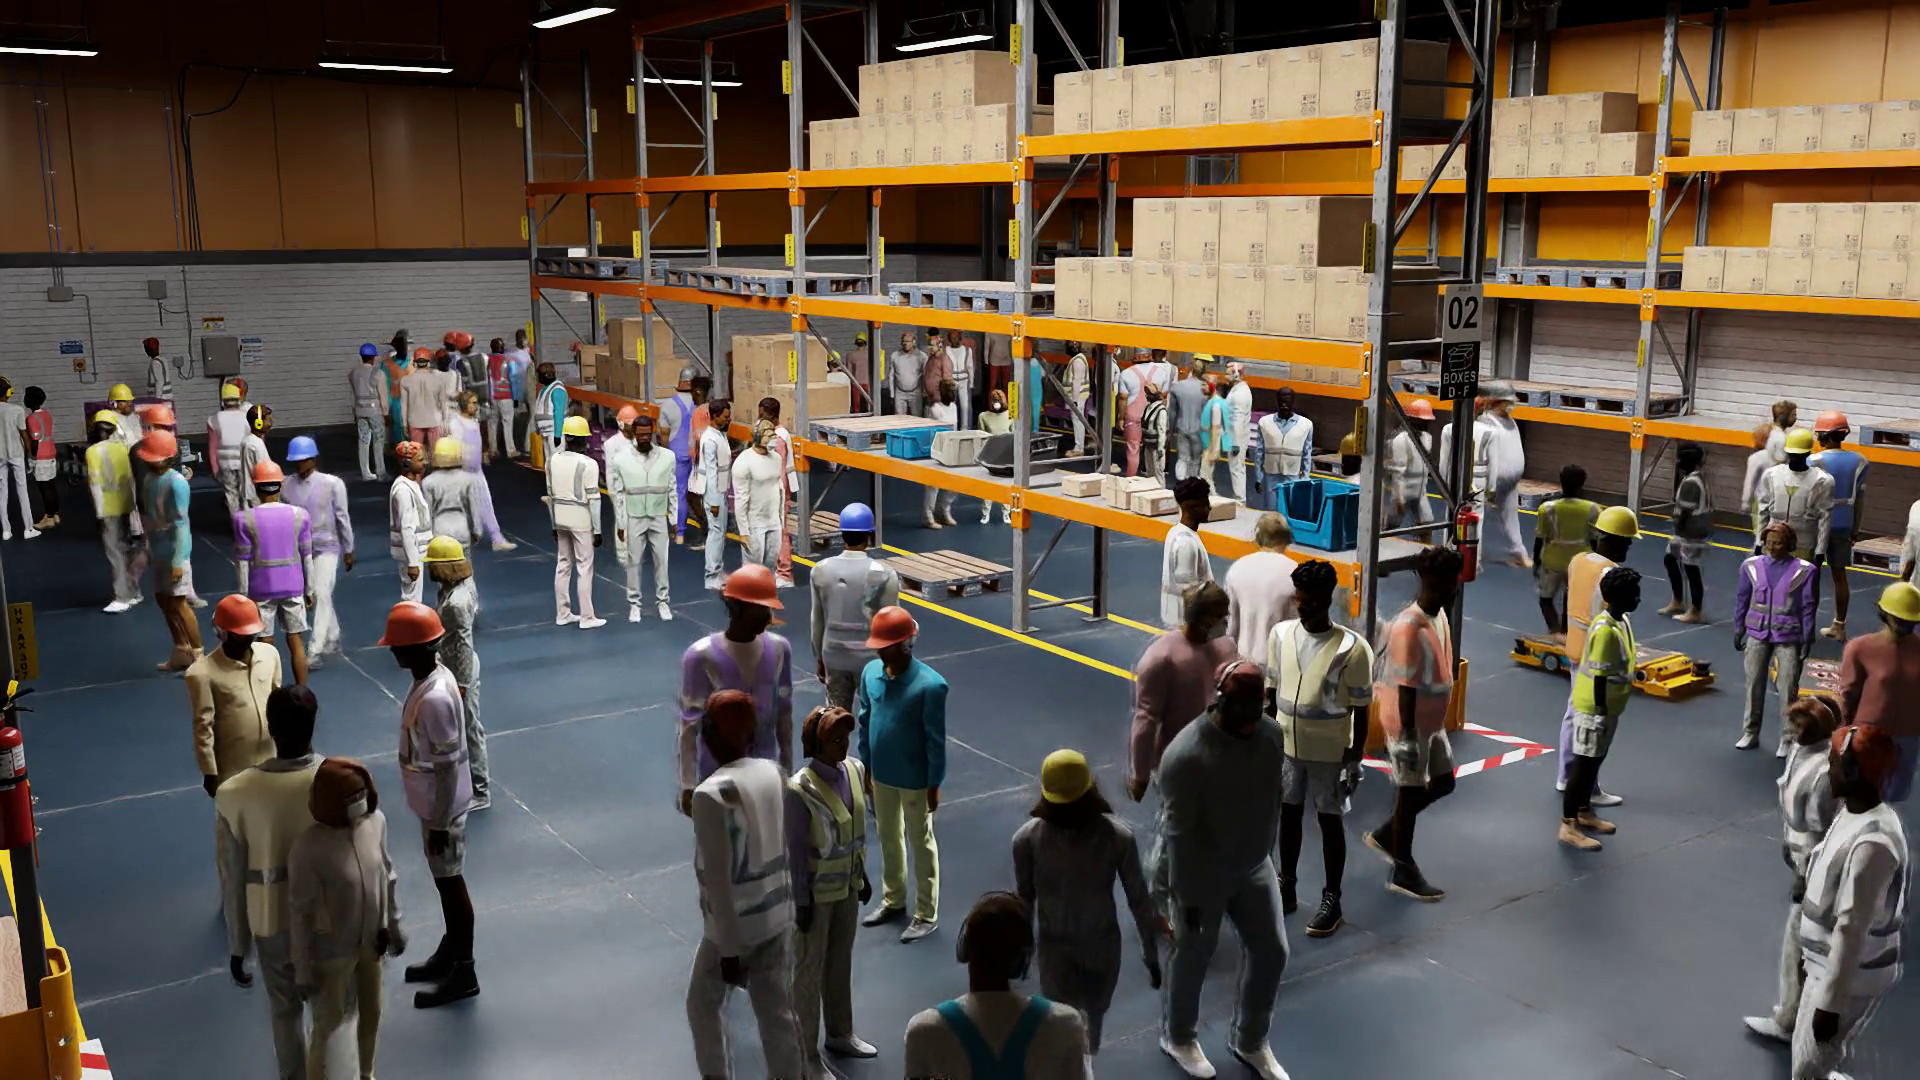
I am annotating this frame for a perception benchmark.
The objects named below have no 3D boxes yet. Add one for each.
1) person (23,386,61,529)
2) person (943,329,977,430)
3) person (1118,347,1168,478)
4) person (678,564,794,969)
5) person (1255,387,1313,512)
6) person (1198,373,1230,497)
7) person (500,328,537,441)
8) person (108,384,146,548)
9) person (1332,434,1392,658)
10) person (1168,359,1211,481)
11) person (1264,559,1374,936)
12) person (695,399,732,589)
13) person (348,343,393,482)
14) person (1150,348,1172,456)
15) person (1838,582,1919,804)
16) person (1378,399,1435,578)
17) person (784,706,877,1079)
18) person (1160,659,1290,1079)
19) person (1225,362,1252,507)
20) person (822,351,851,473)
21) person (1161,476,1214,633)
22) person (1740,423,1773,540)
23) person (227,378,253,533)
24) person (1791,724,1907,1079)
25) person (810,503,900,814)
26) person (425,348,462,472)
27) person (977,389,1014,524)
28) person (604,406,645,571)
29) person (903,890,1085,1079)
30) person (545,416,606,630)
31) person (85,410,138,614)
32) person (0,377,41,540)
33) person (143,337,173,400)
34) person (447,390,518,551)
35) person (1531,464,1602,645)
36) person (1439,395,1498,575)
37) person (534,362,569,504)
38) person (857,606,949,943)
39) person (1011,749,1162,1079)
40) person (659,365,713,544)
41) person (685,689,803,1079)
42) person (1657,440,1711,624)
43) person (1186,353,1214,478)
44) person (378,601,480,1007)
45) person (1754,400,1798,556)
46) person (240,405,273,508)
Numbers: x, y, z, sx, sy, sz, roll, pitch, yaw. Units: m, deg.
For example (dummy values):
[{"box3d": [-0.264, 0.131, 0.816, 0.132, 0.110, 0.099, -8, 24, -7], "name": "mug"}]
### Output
[{"box3d": [-10.925, -0.983, 19.759, 0.318, 1.700, 0.535, -2, 11, -13], "name": "person"}, {"box3d": [-0.034, -2.783, 28.273, 0.629, 1.981, 0.435, -2, 11, -9], "name": "person"}, {"box3d": [2.440, -1.674, 22.420, 0.674, 2.000, 0.537, -1, 11, -7], "name": "person"}, {"box3d": [-1.123, 1.114, 8.262, 0.695, 2.000, 0.714, -7, 13, -31], "name": "person"}, {"box3d": [3.412, -0.668, 17.584, 0.592, 1.919, 0.392, 3, 11, 13], "name": "person"}, {"box3d": [2.987, -1.077, 19.890, 0.471, 1.835, 0.618, 1, 11, 3], "name": "person"}, {"box3d": [-7.079, -2.450, 26.732, 0.812, 1.912, 0.632, 10, 15, 42], "name": "person"}, {"box3d": [-9.348, -0.837, 18.668, 0.404, 1.831, 0.600, 2, 11, 12], "name": "person"}, {"box3d": [3.340, 0.068, 13.850, 0.641, 1.904, 0.596, 9, 14, 38], "name": "person"}, {"box3d": [2.945, -1.357, 21.184, 0.693, 1.897, 0.679, 6, 13, 30], "name": "person"}, {"box3d": [1.819, 1.060, 8.614, 0.616, 1.964, 0.361, 10, 15, 42], "name": "person"}, {"box3d": [-2.425, -0.457, 16.540, 0.402, 1.908, 0.598, 0, 11, -1], "name": "person"}, {"box3d": [-8.210, -1.771, 23.187, 0.604, 1.939, 0.415, 4, 12, 19], "name": "person"}, {"box3d": [2.887, -1.933, 23.980, 0.406, 1.948, 0.605, 3, 11, 14], "name": "person"}, {"box3d": [5.146, 1.041, 9.302, 0.555, 1.732, 0.761, 1, 11, 4], "name": "person"}, {"box3d": [4.530, -0.493, 16.793, 0.570, 1.887, 1.010, -7, 13, -33], "name": "person"}, {"box3d": [-0.567, 1.508, 7.166, 0.307, 1.641, 0.514, 6, 13, 30], "name": "person"}, {"box3d": [1.163, 1.415, 7.022, 0.688, 1.880, 0.691, -7, 13, -31], "name": "person"}, {"box3d": [3.413, -1.260, 20.683, 0.399, 1.899, 0.648, 2, 11, 9], "name": "person"}, {"box3d": [-1.812, -1.845, 23.997, 0.526, 1.769, 0.330, -8, 14, -35], "name": "person"}, {"box3d": [1.550, 0.537, 11.294, 0.367, 1.967, 0.607, 0, 11, 0], "name": "person"}, {"box3d": [8.278, -0.410, 17.076, 0.577, 1.595, 0.314, -4, 12, -21], "name": "person"}, {"box3d": [-8.233, -0.952, 19.218, 0.390, 1.848, 0.563, -7, 13, -33], "name": "person"}, {"box3d": [3.292, 1.597, 6.141, 0.564, 1.866, 0.628, 5, 12, 22], "name": "person"}, {"box3d": [-0.641, 0.733, 10.369, 0.611, 1.940, 0.414, 5, 12, 24], "name": "person"}, {"box3d": [-7.299, -1.795, 23.504, 0.727, 1.867, 0.596, 11, 15, 44], "name": "person"}, {"box3d": [0.451, -1.002, 20.023, 0.507, 1.632, 0.268, 0, 11, 1], "name": "person"}, {"box3d": [-3.482, -0.550, 17.489, 0.540, 1.725, 0.567, 7, 13, 33], "name": "person"}, {"box3d": [0.096, 1.898, 4.725, 0.587, 1.824, 0.408, -1, 11, -3], "name": "person"}, {"box3d": [-3.450, -0.156, 14.969, 0.588, 1.918, 0.397, 6, 13, 28], "name": "person"}, {"box3d": [-8.012, -0.267, 15.653, 0.423, 1.874, 0.761, 1, 11, 4], "name": "person"}, {"box3d": [-10.906, -0.935, 19.075, 0.508, 1.872, 0.329, -3, 11, -14], "name": "person"}, {"box3d": [-12.063, -2.114, 25.070, 0.356, 1.886, 0.573, -3, 11, -16], "name": "person"}, {"box3d": [-5.413, -0.749, 18.330, 0.928, 1.799, 0.508, 5, 12, 24], "name": "person"}, {"box3d": [5.014, 0.206, 13.749, 0.551, 1.679, 0.611, 1, 11, 4], "name": "person"}, {"box3d": [5.248, -0.573, 17.201, 0.579, 1.879, 0.338, 5, 12, 23], "name": "person"}, {"box3d": [-5.266, -1.382, 21.476, 0.429, 1.833, 0.635, -7, 13, -30], "name": "person"}, {"box3d": [-0.321, 1.186, 8.561, 0.573, 1.739, 0.355, 9, 14, 40], "name": "person"}, {"box3d": [0.488, 1.599, 6.590, 0.572, 1.686, 0.920, 0, 11, 0], "name": "person"}, {"box3d": [-3.032, -0.973, 18.834, 0.686, 2.000, 0.535, -1, 11, -3], "name": "person"}, {"box3d": [-0.859, 1.509, 6.624, 0.695, 1.845, 0.578, 7, 13, 30], "name": "person"}, {"box3d": [6.573, -0.070, 15.136, 0.531, 1.679, 0.538, 4, 12, 21], "name": "person"}, {"box3d": [3.288, -1.700, 22.849, 0.382, 1.922, 0.593, 4, 12, 21], "name": "person"}, {"box3d": [-2.490, 1.230, 7.831, 0.376, 1.934, 0.546, -4, 12, -21], "name": "person"}, {"box3d": [8.335, -0.519, 17.020, 0.338, 1.846, 0.514, 2, 11, 10], "name": "person"}, {"box3d": [-6.899, -0.405, 16.406, 0.322, 1.855, 0.530, -8, 14, -36], "name": "person"}]
